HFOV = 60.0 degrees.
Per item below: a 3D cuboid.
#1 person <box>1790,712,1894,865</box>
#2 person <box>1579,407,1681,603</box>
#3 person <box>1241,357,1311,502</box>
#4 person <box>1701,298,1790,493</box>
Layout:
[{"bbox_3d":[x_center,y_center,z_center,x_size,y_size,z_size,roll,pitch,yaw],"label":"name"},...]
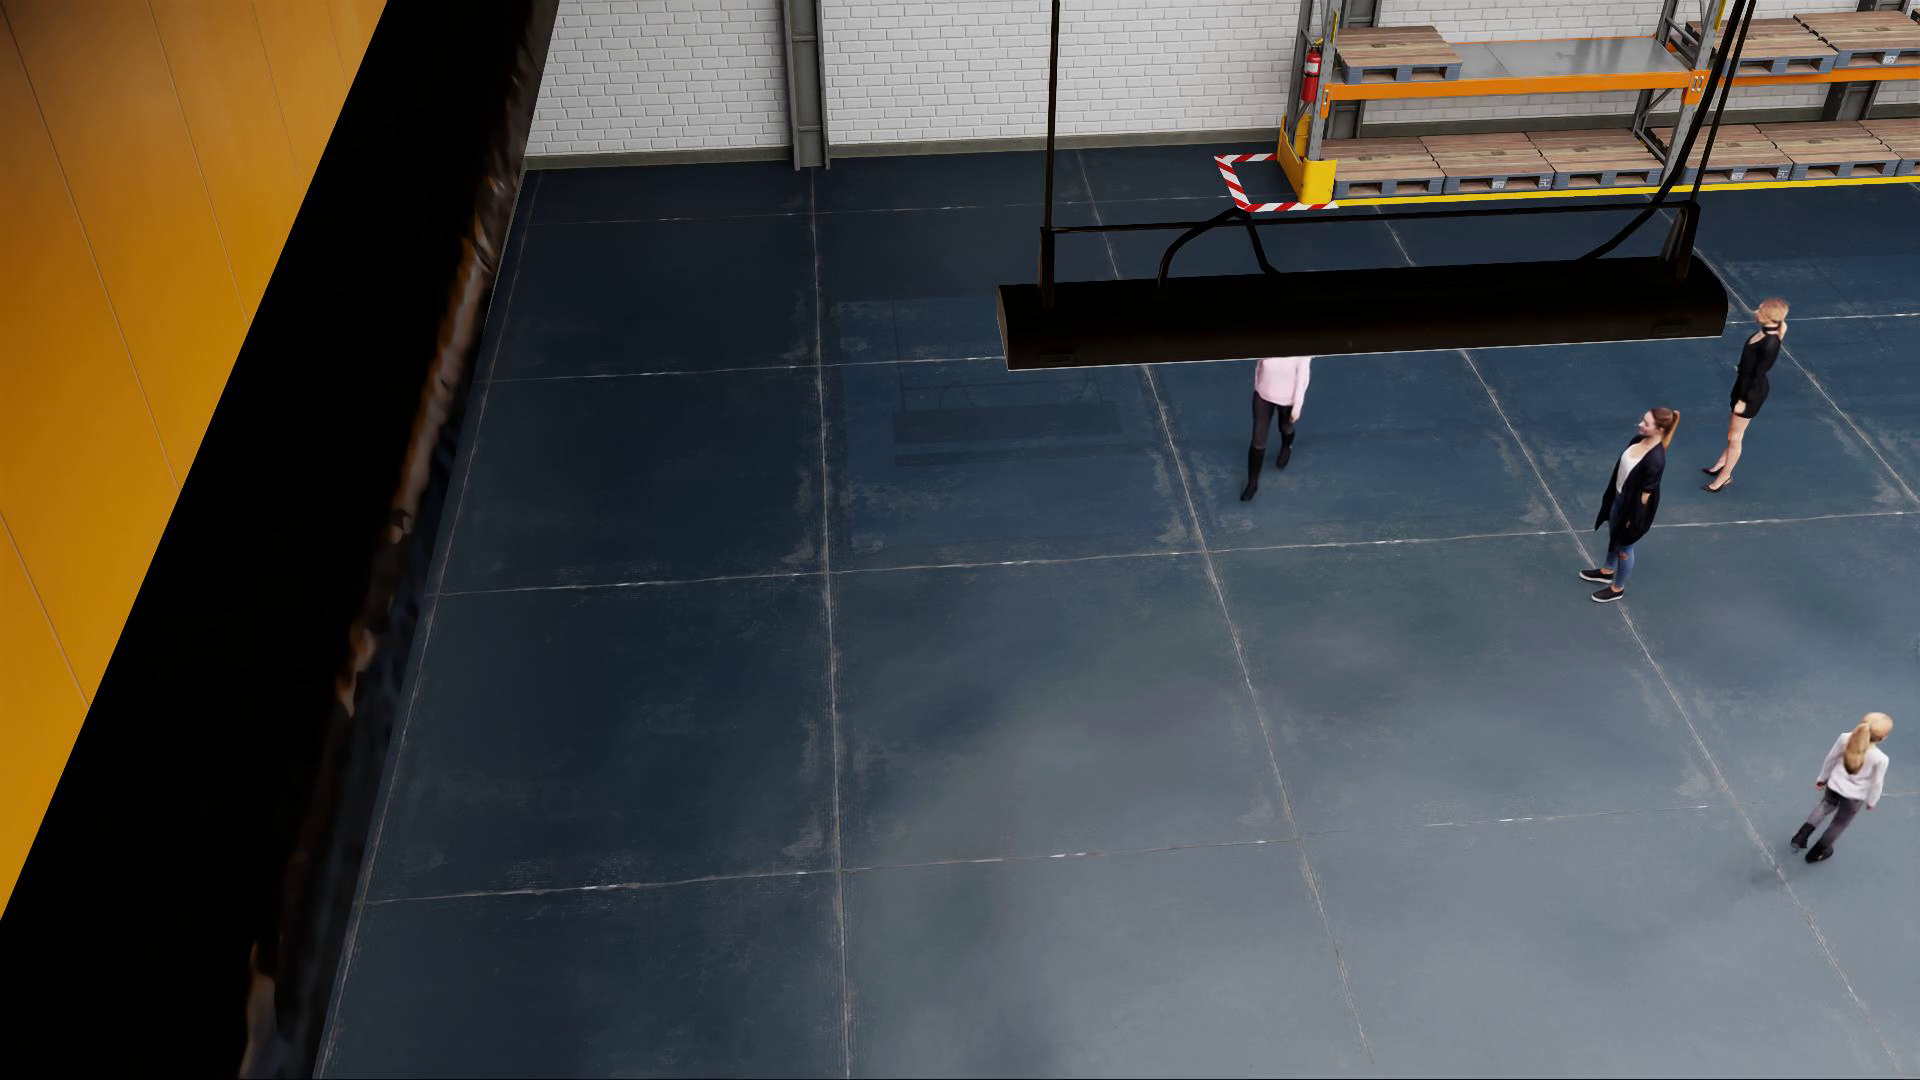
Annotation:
[{"bbox_3d":[5.471,1.570,10.337,0.637,1.270,0.580,-18,42,-22],"label":"person"},{"bbox_3d":[4.982,-0.274,12.315,0.568,1.684,0.638,0,39,0],"label":"person"},{"bbox_3d":[2.623,-1.192,13.499,1.158,1.641,1.060,17,42,20],"label":"person"},{"bbox_3d":[6.322,-1.171,13.370,0.647,1.769,0.641,14,41,17],"label":"person"}]
